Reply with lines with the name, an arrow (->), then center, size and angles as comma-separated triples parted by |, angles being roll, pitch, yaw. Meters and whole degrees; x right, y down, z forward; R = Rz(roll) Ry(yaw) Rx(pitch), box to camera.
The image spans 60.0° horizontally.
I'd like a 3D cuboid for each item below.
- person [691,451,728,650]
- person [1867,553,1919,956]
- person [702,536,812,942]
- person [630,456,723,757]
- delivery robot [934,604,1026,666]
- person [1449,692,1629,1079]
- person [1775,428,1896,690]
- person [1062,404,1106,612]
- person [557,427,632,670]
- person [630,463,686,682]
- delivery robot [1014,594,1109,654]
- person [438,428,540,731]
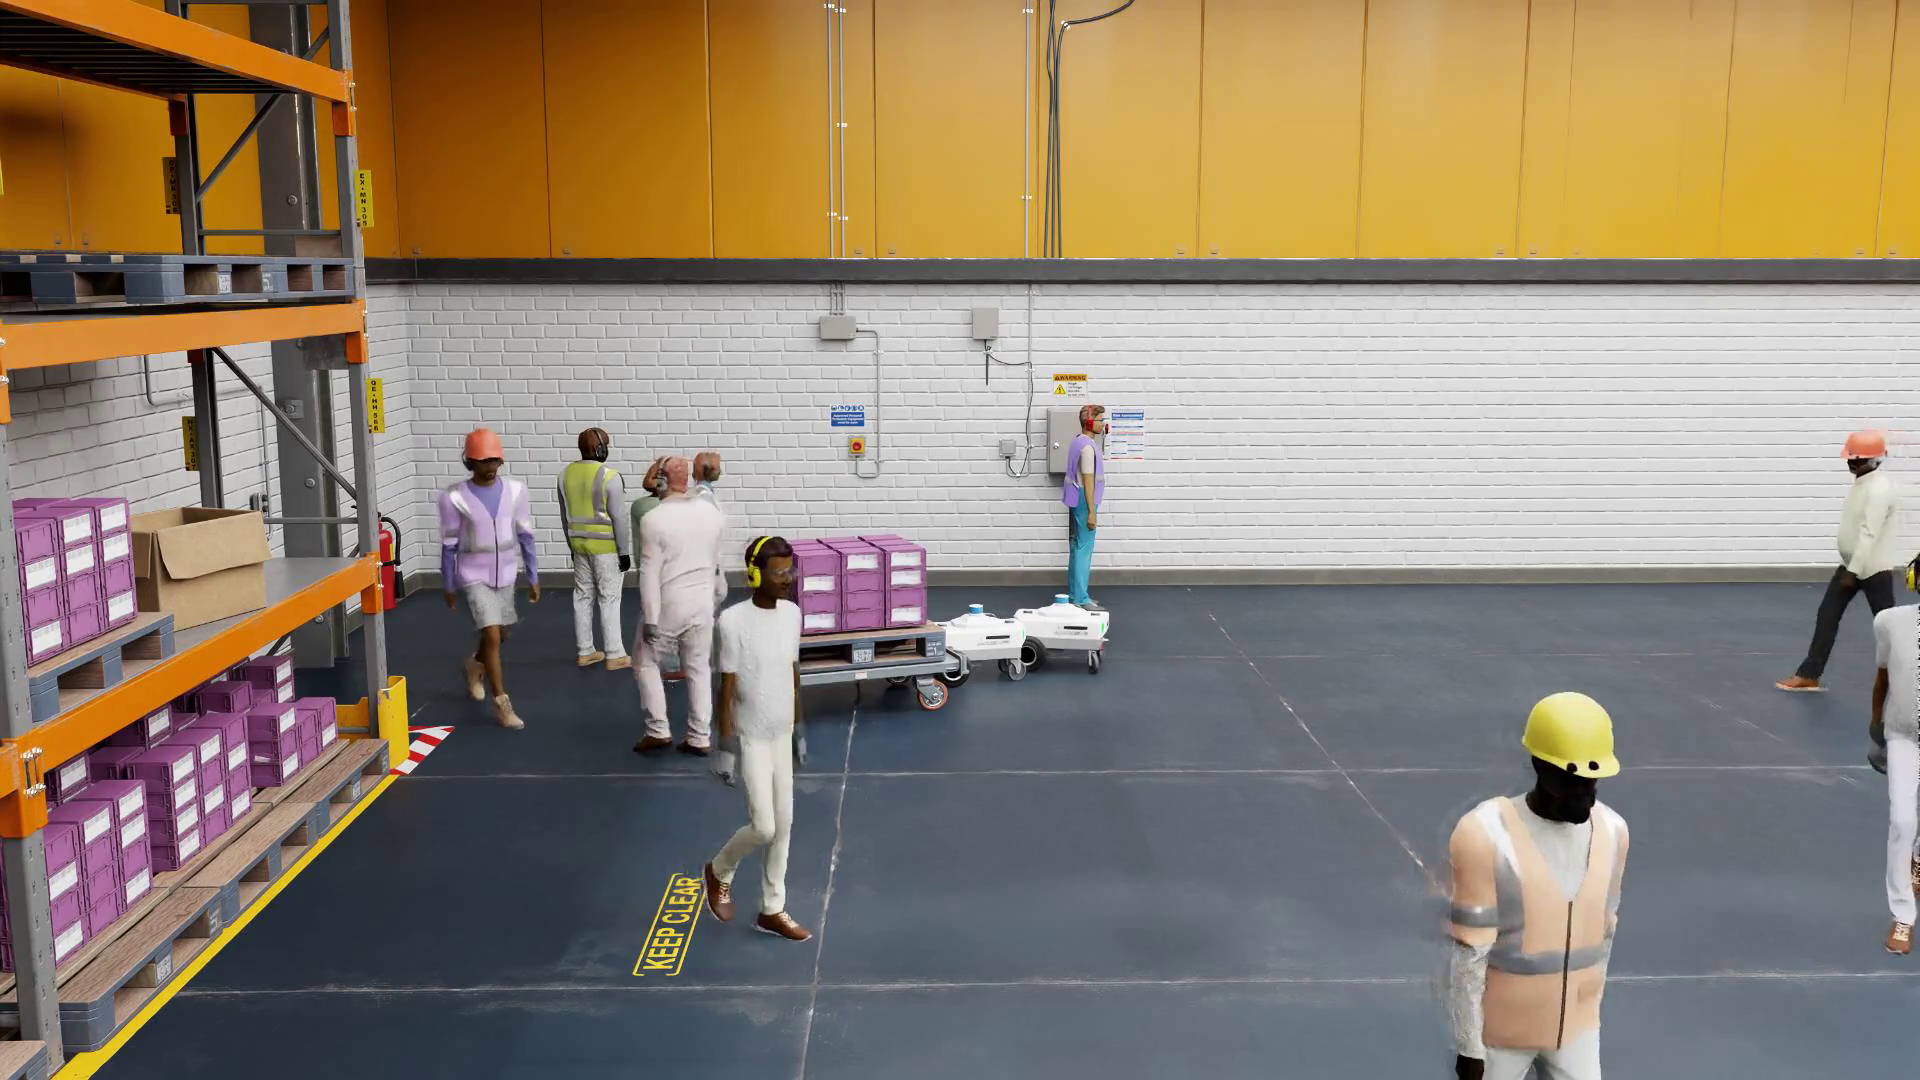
person -> -1.967, 0.128, 12.923 | 0.358, 1.630, 0.528 | -1, 9, -7
person -> 4.454, 0.896, 7.636 | 0.527, 1.824, 0.949 | 6, 11, 31
person -> -0.910, 0.891, 7.510 | 0.468, 1.858, 0.524 | 7, 12, 38
person -> -1.803, 0.412, 10.354 | 0.610, 1.887, 0.657 | 8, 12, 41
delivery robot -> 0.120, 0.719, 12.274 | 0.707, 0.478, 0.477 | -2, 9, -14
person -> 1.611, 1.321, 4.781 | 0.578, 1.894, 0.845 | -2, 10, -15
person -> 6.470, 0.171, 11.750 | 1.065, 1.945, 0.606 | 1, 9, 8
person -> 1.101, -0.286, 14.777 | 0.373, 1.843, 0.570 | -1, 9, -4
person -> -2.739, 0.065, 12.629 | 0.627, 1.846, 0.428 | 5, 11, 30
person -> -2.207, 0.231, 12.272 | 0.496, 1.628, 0.275 | 5, 10, 27
delivery robot -> 0.773, 0.658, 12.646 | 0.707, 0.478, 0.477 | 1, 9, 9
person -> -3.212, 0.222, 11.190 | 0.621, 2.004, 0.971 | -8, 12, -39
